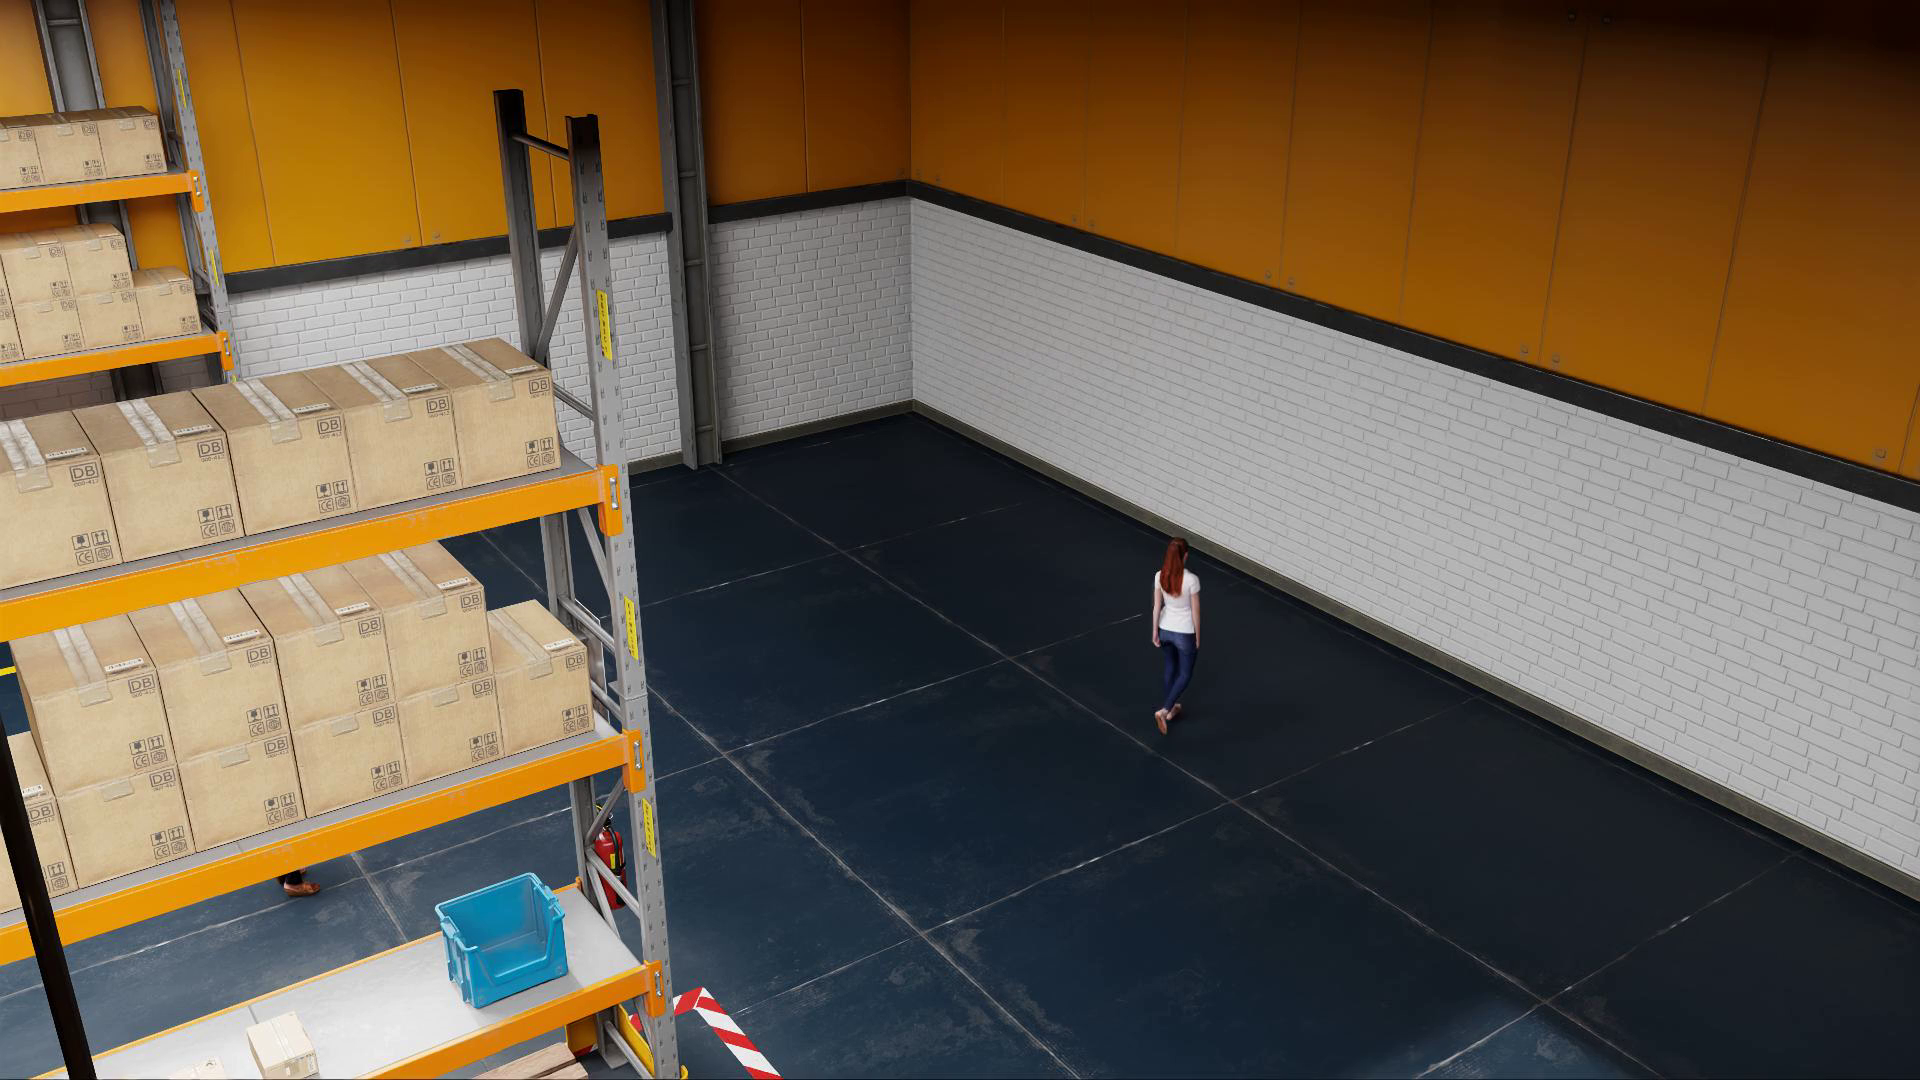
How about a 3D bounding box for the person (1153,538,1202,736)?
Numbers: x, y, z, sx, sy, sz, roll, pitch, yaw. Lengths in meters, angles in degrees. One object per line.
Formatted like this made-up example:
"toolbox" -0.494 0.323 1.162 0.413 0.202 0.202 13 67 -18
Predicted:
"person" 1.803 0.839 14.044 0.807 1.722 1.017 13 27 27
